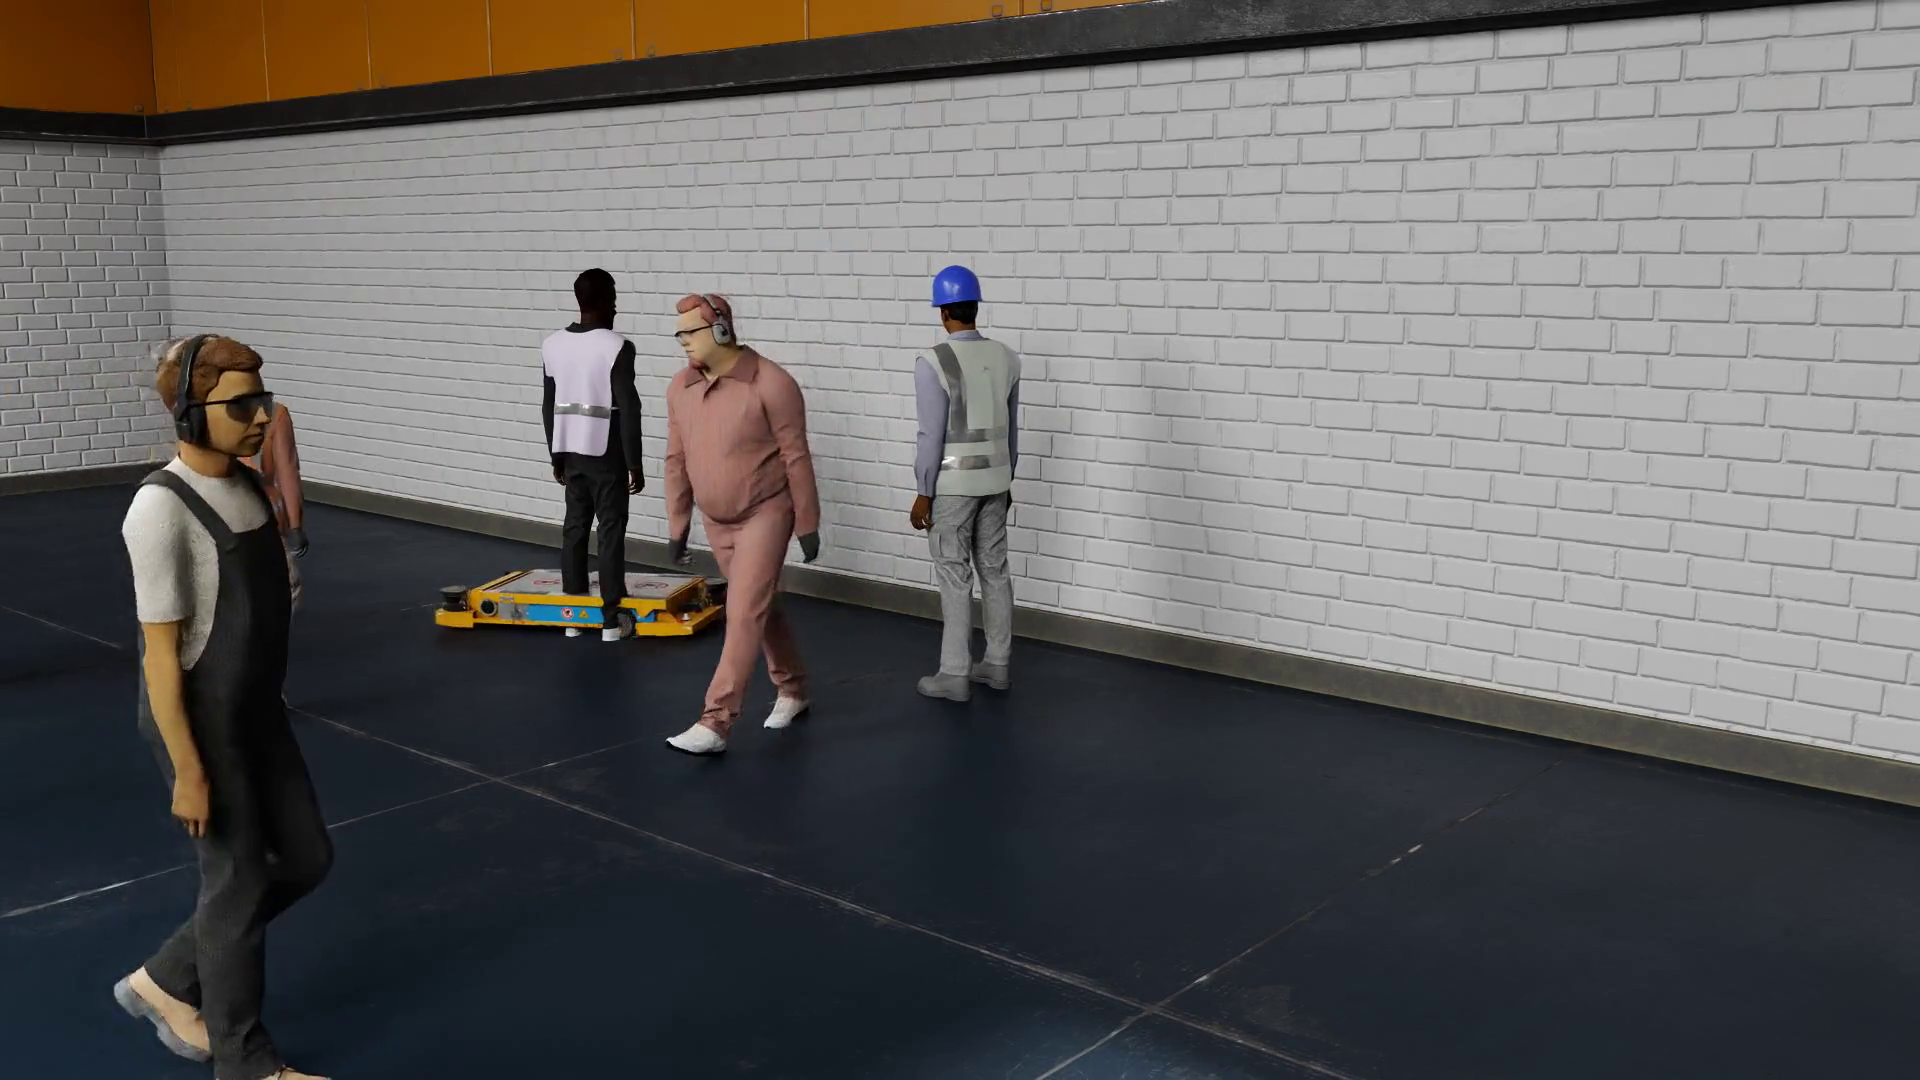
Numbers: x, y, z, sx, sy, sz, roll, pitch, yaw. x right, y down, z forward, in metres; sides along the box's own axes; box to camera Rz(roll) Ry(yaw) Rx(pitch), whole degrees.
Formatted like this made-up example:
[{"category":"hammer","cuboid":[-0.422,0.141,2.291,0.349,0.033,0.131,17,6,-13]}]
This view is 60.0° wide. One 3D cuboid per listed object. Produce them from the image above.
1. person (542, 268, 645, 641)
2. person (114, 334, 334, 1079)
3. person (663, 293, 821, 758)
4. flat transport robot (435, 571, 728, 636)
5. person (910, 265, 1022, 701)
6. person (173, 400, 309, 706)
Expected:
[{"category":"person","cuboid":[-1.894,-0.434,8.599,0.597,1.916,0.372,6,11,29]},{"category":"person","cuboid":[-1.728,0.446,3.833,0.472,1.832,0.530,0,10,2]},{"category":"person","cuboid":[-0.934,-0.066,6.739,0.649,1.842,1.030,7,12,35]},{"category":"flat transport robot","cuboid":[-2.010,0.327,8.958,1.431,0.197,0.652,2,10,11]},{"category":"person","cuboid":[0.015,-0.253,7.492,0.610,1.943,0.403,-9,14,-43]},{"category":"person","cuboid":[-3.076,-0.038,7.157,0.548,1.623,0.363,-1,10,-4]}]
